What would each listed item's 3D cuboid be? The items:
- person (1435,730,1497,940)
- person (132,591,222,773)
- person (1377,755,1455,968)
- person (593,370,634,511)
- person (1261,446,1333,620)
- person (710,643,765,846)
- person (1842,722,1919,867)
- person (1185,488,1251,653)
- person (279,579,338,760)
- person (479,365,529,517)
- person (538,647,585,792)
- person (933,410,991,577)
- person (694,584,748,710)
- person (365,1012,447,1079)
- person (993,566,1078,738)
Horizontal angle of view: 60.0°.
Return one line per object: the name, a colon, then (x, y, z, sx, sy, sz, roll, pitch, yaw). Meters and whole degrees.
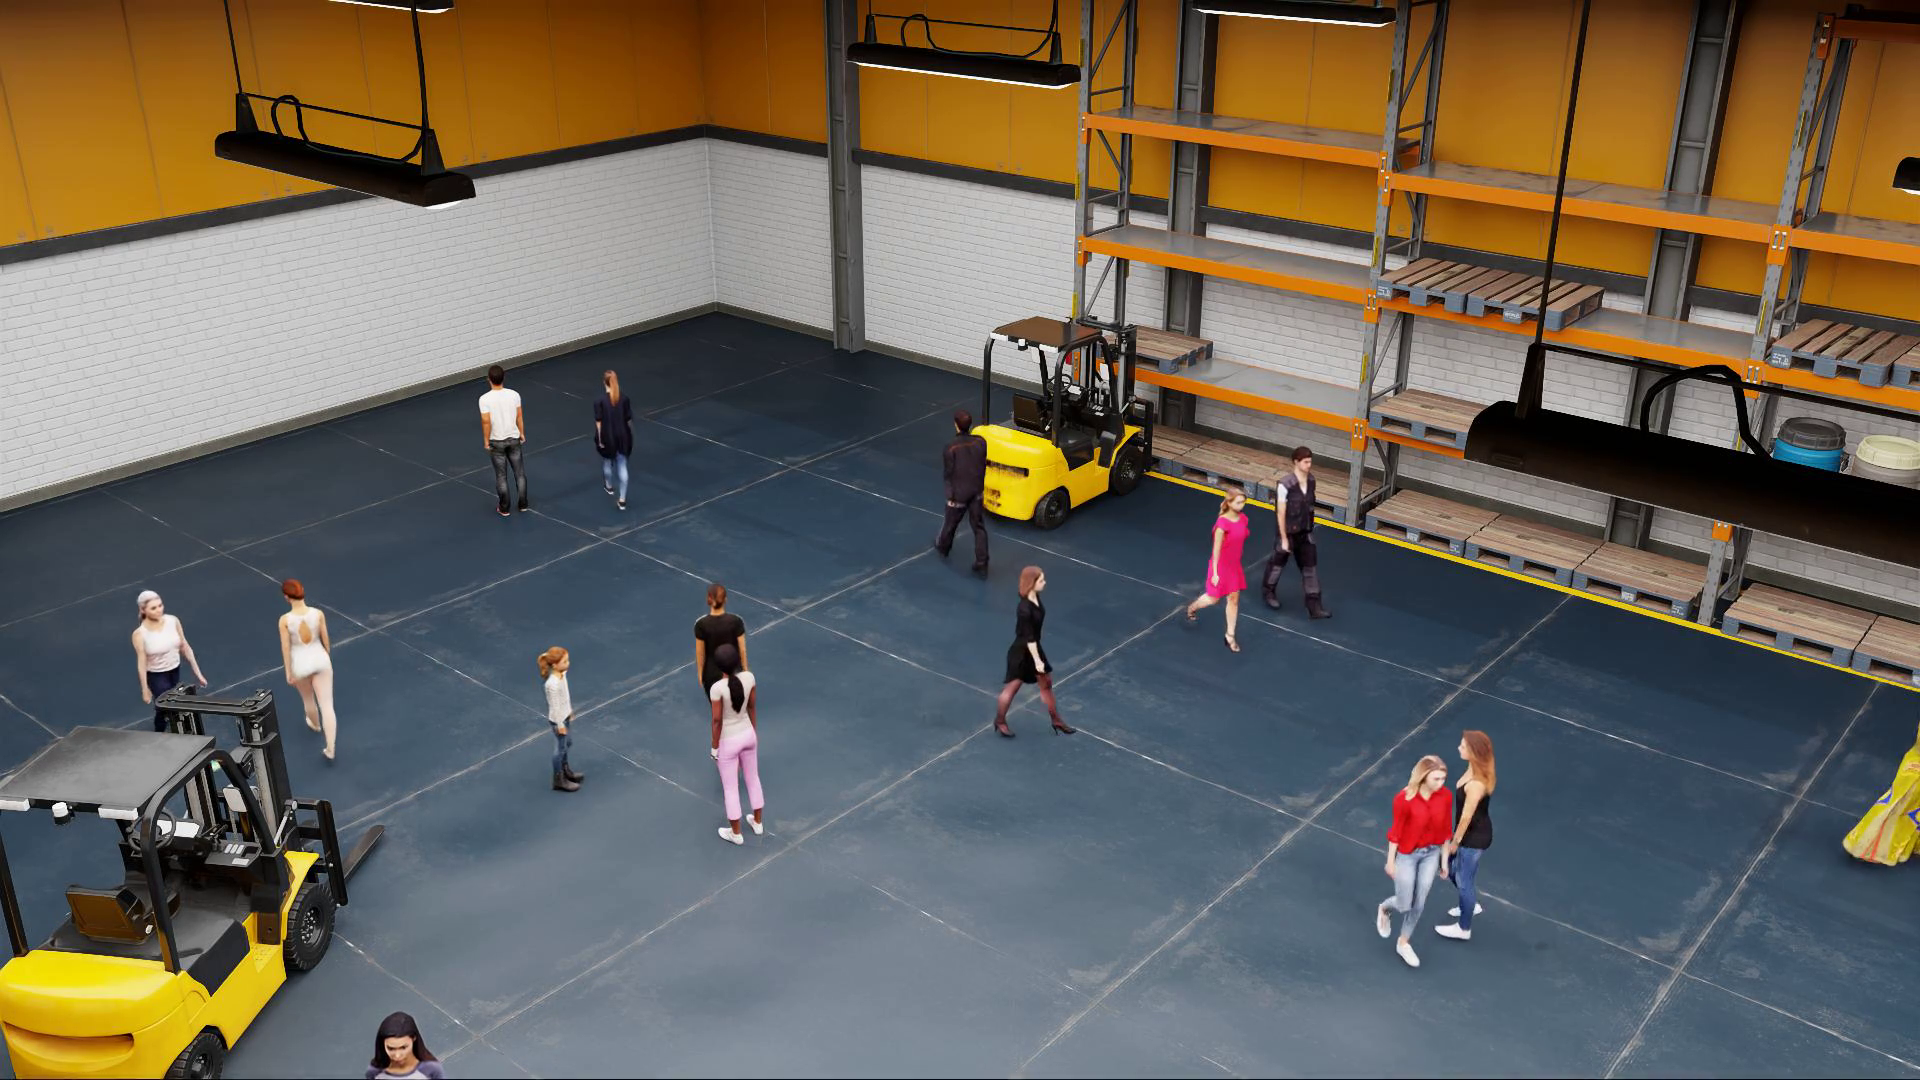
person: (3.743, 2.139, 11.957, 0.733, 1.711, 0.687, 7, 25, 15)
person: (-6.850, 1.191, 14.195, 1.199, 1.657, 0.853, 9, 25, 19)
person: (3.202, 2.212, 11.814, 0.801, 1.692, 0.866, -6, 24, -13)
person: (-4.034, -1.147, 19.554, 0.907, 1.648, 1.091, -10, 25, -21)
person: (3.325, -0.096, 16.951, 0.969, 1.807, 1.226, -11, 26, -23)
person: (-1.776, 1.594, 13.167, 0.601, 1.741, 0.558, -20, 30, -37)
person: (7.302, 1.842, 12.770, 1.289, 1.605, 0.918, 13, 27, 27)
person: (2.539, 0.247, 16.307, 0.732, 1.695, 1.021, -16, 28, -33)
person: (-5.576, 1.156, 14.361, 0.813, 1.589, 1.116, -13, 27, -28)
person: (-5.319, -1.174, 19.419, 0.696, 1.805, 0.643, -14, 27, -29)
person: (-3.360, 1.493, 13.934, 0.600, 1.312, 0.547, 1, 24, 2)
person: (0.113, -0.463, 17.821, 1.048, 1.783, 1.283, -11, 26, -23)
person: (-2.026, 1.176, 14.229, 0.817, 1.657, 0.884, -3, 24, -7)
person: (-3.022, 3.323, 9.228, 0.649, 1.729, 0.705, -2, 24, -5)
person: (0.481, 1.012, 14.584, 1.056, 1.673, 0.834, 7, 25, 16)
